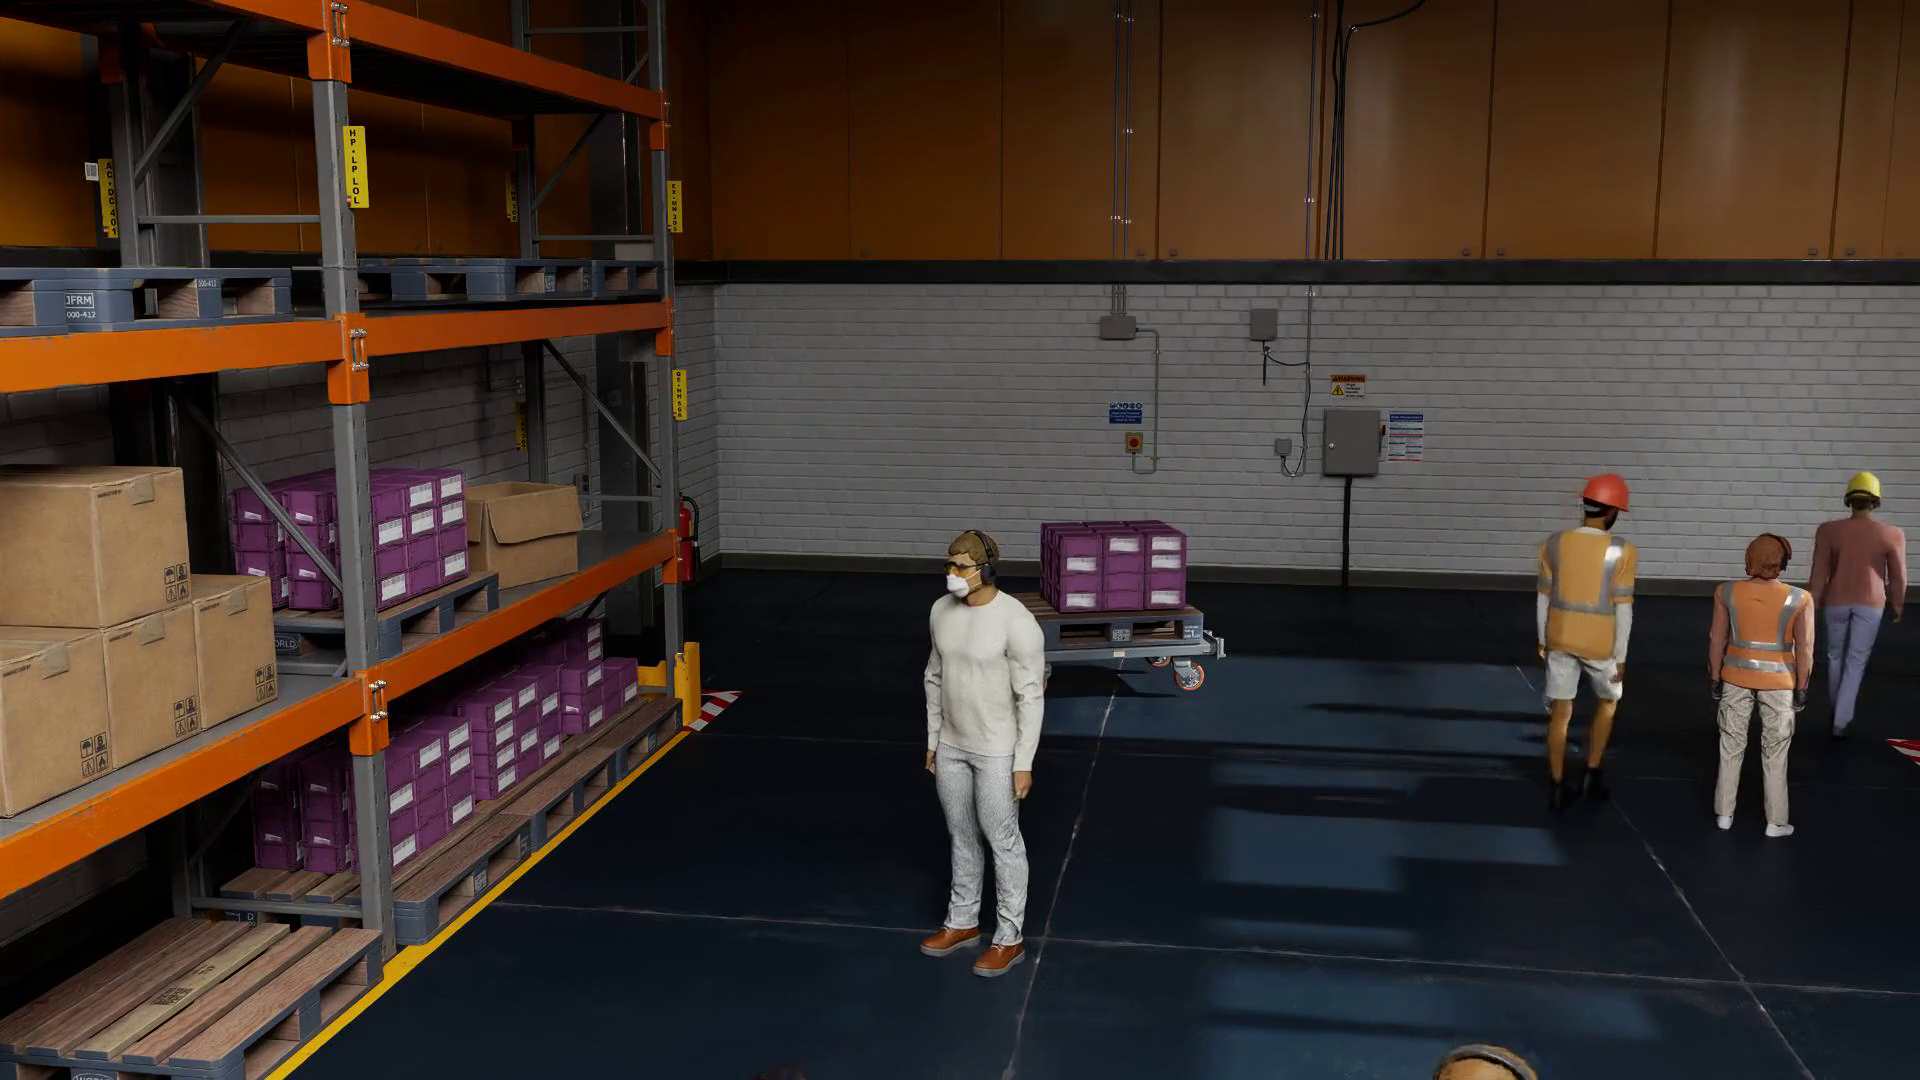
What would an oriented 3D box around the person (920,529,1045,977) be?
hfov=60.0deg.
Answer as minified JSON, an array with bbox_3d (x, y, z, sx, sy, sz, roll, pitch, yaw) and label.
[{"bbox_3d":[0.088,0.909,7.204,0.633,1.938,0.356,9,13,44],"label":"person"}]

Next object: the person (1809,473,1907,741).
[{"bbox_3d":[5.864,0.422,10.887,0.533,1.718,0.895,8,12,41],"label":"person"}]

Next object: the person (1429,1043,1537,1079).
[{"bbox_3d":[0.834,1.704,2.730,0.535,1.795,0.970,5,11,30],"label":"person"}]

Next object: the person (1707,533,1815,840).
[{"bbox_3d":[4.276,0.780,8.915,0.515,1.641,0.314,7,12,38],"label":"person"}]

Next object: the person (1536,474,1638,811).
[{"bbox_3d":[3.531,0.573,9.392,0.574,1.898,0.629,7,12,38],"label":"person"}]
